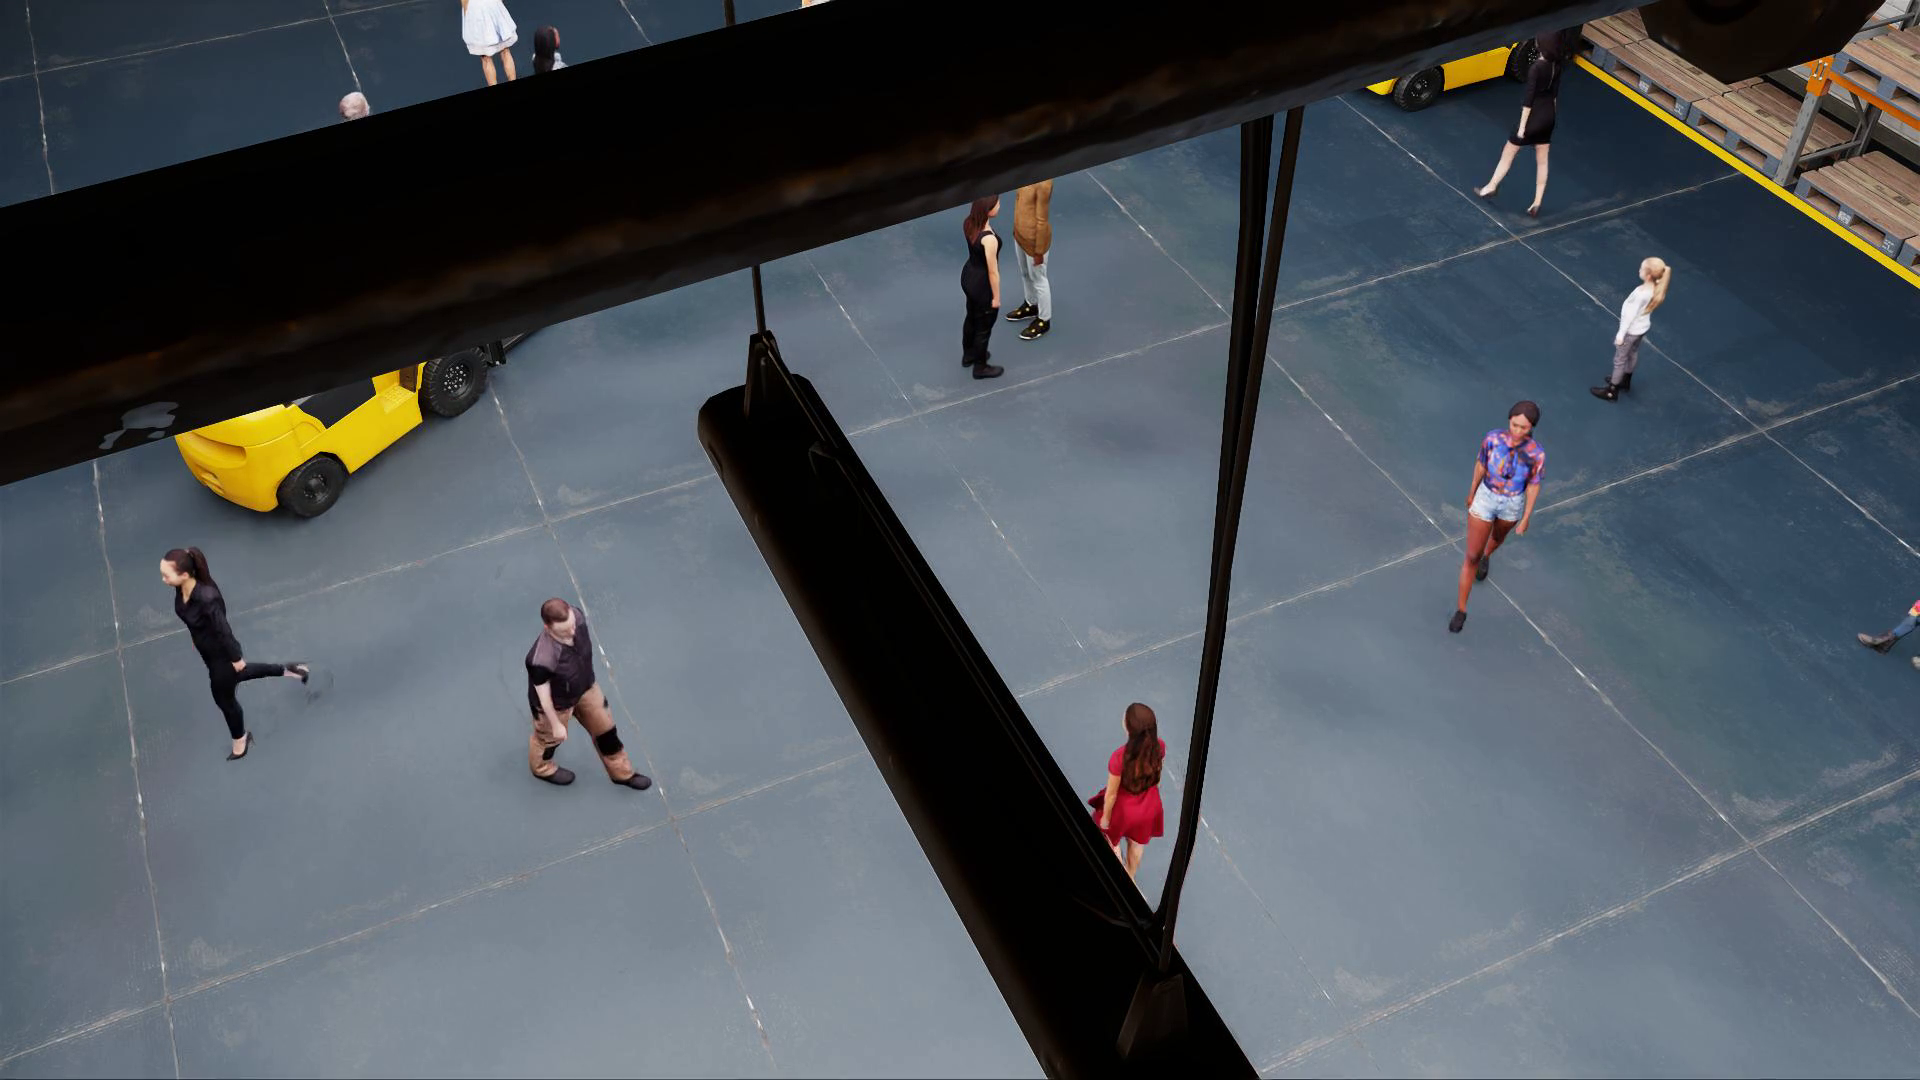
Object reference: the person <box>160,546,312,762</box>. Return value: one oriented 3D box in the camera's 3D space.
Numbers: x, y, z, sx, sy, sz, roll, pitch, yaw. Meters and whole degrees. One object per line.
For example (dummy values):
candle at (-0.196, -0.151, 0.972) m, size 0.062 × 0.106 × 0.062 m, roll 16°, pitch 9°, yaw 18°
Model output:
person at (-4.520, 0.646, 10.301) m, size 0.987 × 1.695 × 0.893 m, roll 30°, pitch 51°, yaw 28°

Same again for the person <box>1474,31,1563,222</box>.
person at (5.136, -3.649, 14.753) m, size 0.692 × 1.773 × 0.902 m, roll -20°, pitch 47°, yaw -20°

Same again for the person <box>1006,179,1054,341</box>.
person at (0.598, -2.484, 13.500) m, size 0.671 × 1.814 × 0.454 m, roll -17°, pitch 46°, yaw -17°

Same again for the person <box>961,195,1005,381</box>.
person at (0.167, -2.012, 13.096) m, size 0.633 × 1.687 × 0.467 m, roll -19°, pitch 47°, yaw -19°

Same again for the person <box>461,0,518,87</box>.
person at (-4.625, -5.082, 16.226) m, size 0.749 × 1.816 × 0.776 m, roll -26°, pitch 49°, yaw -25°

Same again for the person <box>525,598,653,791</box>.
person at (-2.454, 0.883, 9.993) m, size 1.154 × 1.777 × 1.057 m, roll 16°, pitch 46°, yaw 16°

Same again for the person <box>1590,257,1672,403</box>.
person at (5.289, -1.656, 13.021) m, size 0.585 × 1.276 × 0.562 m, roll 34°, pitch 53°, yaw 30°

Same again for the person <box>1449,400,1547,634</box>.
person at (3.666, -0.264, 11.260) m, size 1.119 × 1.689 × 1.140 m, roll 17°, pitch 46°, yaw 17°

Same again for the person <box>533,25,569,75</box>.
person at (-3.588, -3.820, 14.968) m, size 0.558 × 1.724 × 0.719 m, roll 34°, pitch 53°, yaw 31°

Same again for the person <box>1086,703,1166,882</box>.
person at (1.007, 1.543, 9.469) m, size 0.553 × 1.544 × 0.621 m, roll -19°, pitch 47°, yaw -19°
